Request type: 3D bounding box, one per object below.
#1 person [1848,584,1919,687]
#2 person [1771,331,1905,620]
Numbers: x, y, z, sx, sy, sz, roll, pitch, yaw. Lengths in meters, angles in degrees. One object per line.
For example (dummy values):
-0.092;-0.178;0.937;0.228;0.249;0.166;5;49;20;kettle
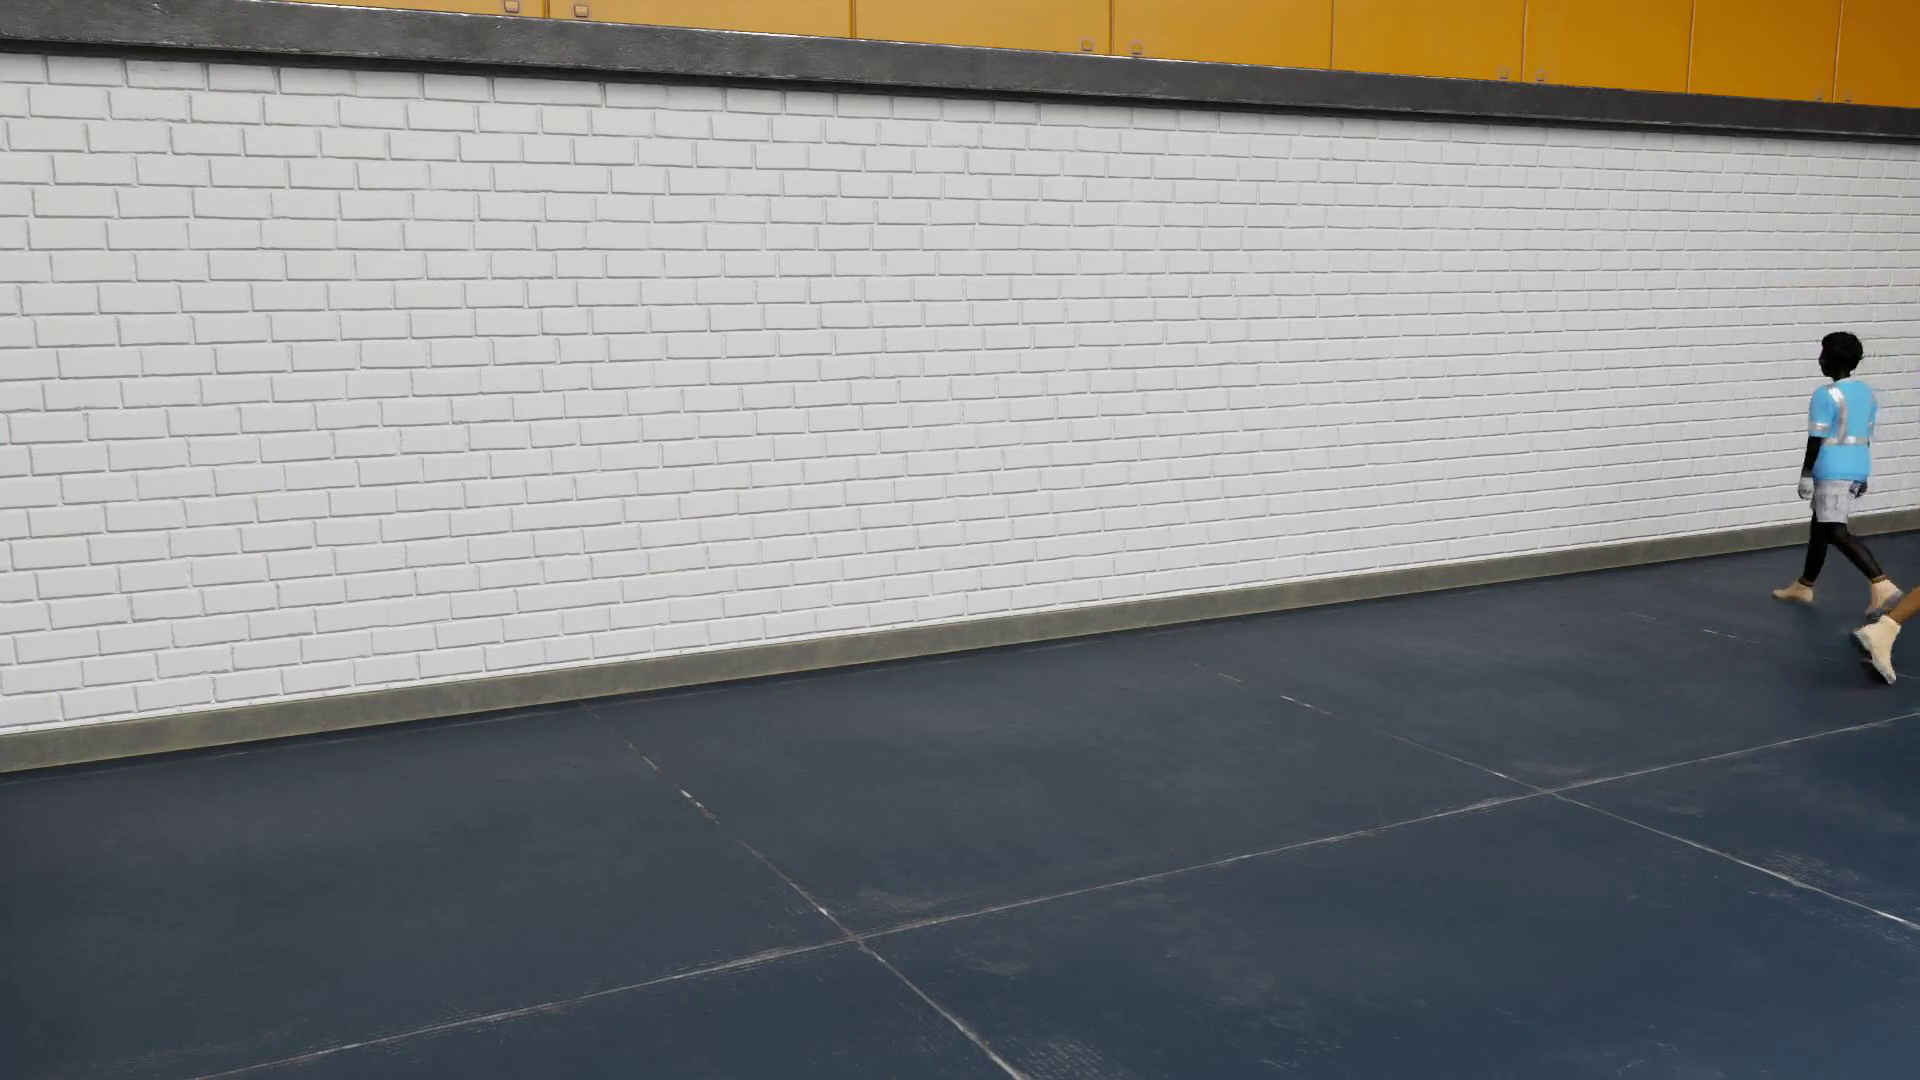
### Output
4.798;-0.226;7.849;0.875;2.013;0.613;0;10;2;person
5.196;-0.382;9.723;0.536;1.668;0.815;-6;12;-32;person
